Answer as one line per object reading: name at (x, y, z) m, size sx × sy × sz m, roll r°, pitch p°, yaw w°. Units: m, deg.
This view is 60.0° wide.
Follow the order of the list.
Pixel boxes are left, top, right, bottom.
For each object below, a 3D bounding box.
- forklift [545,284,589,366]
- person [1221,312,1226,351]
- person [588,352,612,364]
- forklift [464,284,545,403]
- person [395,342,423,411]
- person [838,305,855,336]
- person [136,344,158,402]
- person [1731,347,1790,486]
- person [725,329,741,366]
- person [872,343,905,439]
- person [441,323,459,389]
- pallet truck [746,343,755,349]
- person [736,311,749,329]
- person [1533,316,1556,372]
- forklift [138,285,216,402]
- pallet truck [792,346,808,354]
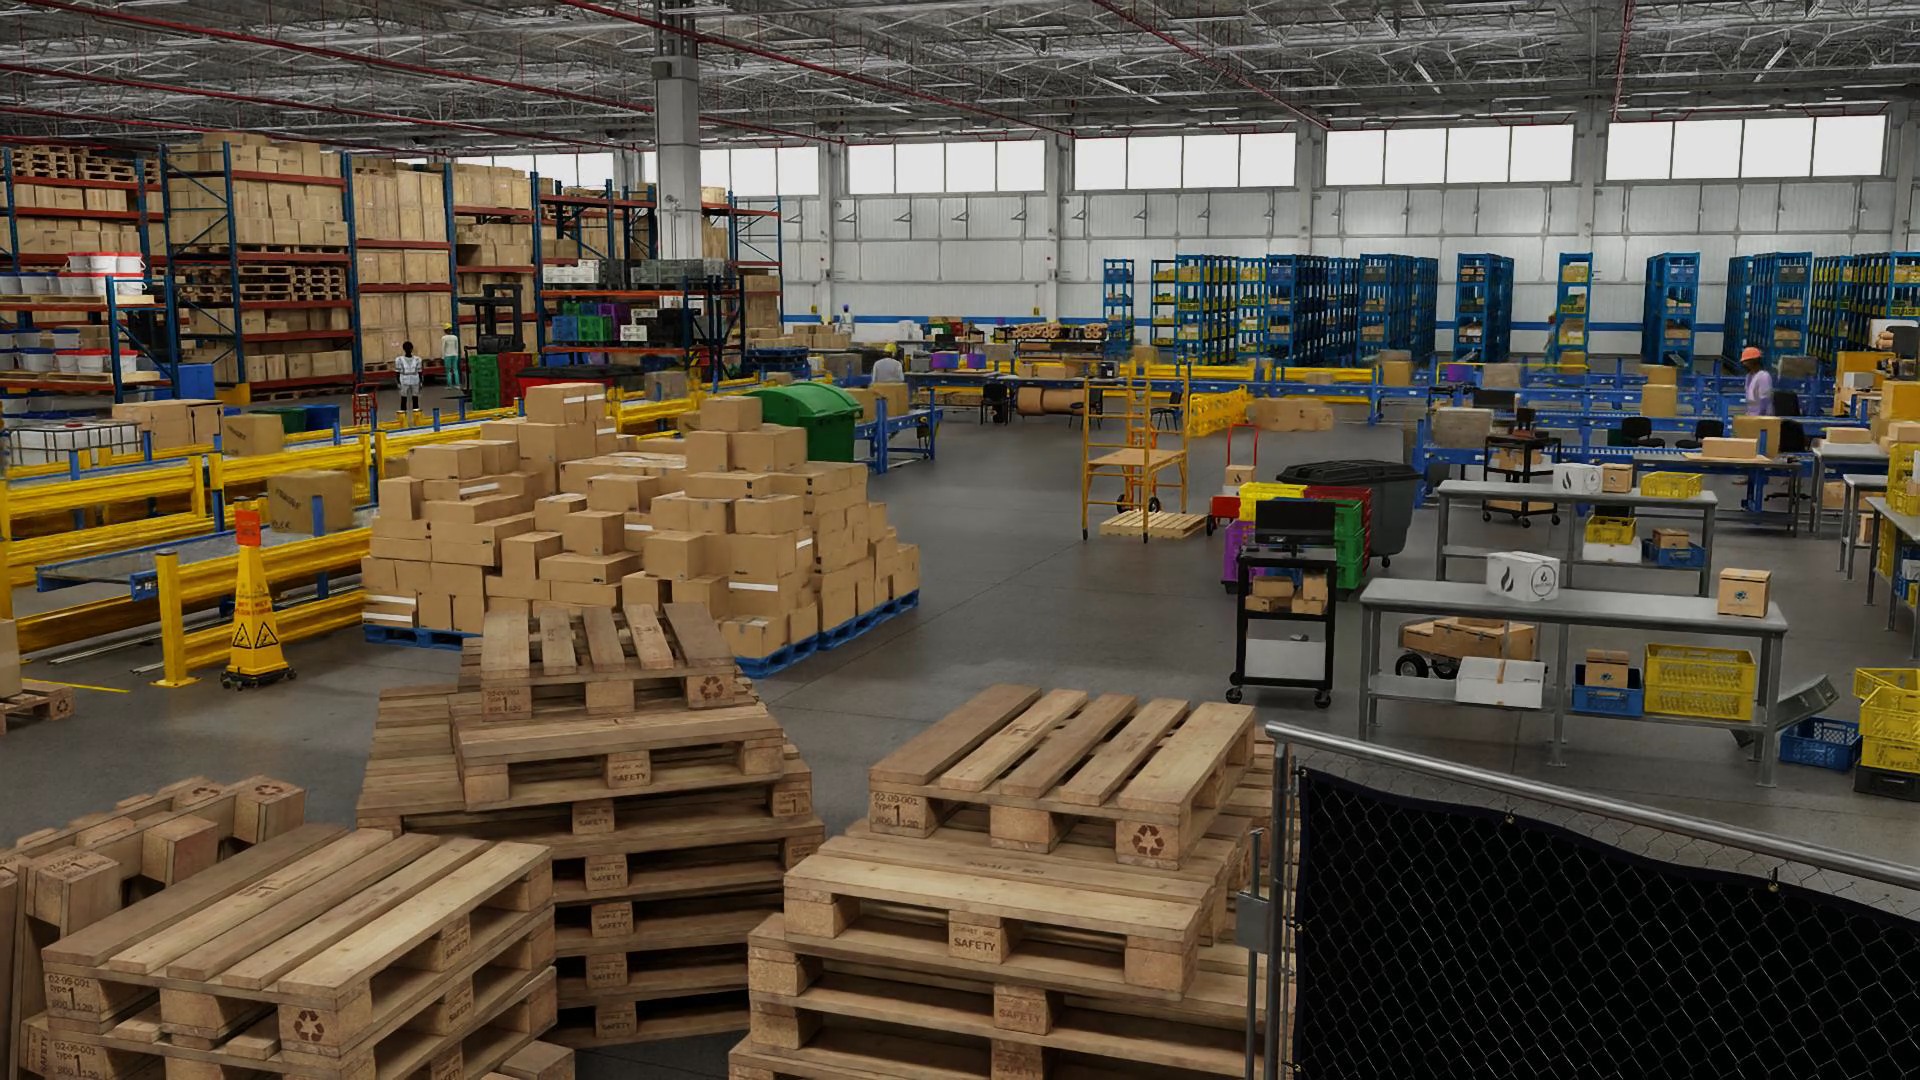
forklift at (-11.012, -5.921, 47.267) m, size 1.129 × 2.768 × 1.873 m, roll 3°, pitch 10°, yaw 20°
person at (9.300, -7.193, 58.543) m, size 0.404 × 1.828 × 0.603 m, roll -5°, pitch 11°, yaw -30°
person at (-8.101, -3.881, 37.570) m, size 0.607 × 1.887 × 0.686 m, roll 6°, pitch 11°, yaw 35°
forklift at (-10.832, -4.702, 39.610) m, size 1.129 × 2.768 × 1.873 m, roll 3°, pitch 10°, yaw 20°
person at (-11.164, -3.176, 33.733) m, size 0.534 × 1.697 × 0.322 m, roll -5°, pitch 10°, yaw -28°
person at (-4.366, -8.026, 63.574) m, size 0.633 × 1.893 × 0.991 m, roll -6°, pitch 11°, yaw -31°
person at (-16.667, -3.195, 34.059) m, size 0.289 × 1.633 × 0.497 m, roll 4°, pitch 10°, yaw 24°
person at (11.566, -1.769, 23.948) m, size 0.763 × 2.013 × 0.631 m, roll 0°, pitch 9°, yaw -3°
person at (-5.445, -4.300, 40.678) m, size 0.803 × 1.736 × 0.525 m, roll 7°, pitch 11°, yaw 36°
person at (-1.282, -2.702, 30.489) m, size 0.595 × 1.789 × 0.897 m, roll 5°, pitch 10°, yaw 28°
person at (-13.588, -4.883, 44.268) m, size 0.339 × 1.757 × 0.518 m, roll 6°, pitch 11°, yaw 33°
pallet truck at (-6.183, -4.618, 44.264) m, size 1.601 × 1.201 × 0.680 m, roll -9°, pitch 12°, yaw -43°
person at (-6.632, -6.137, 51.527) m, size 0.987 × 1.945 × 0.614 m, roll -2°, pitch 9°, yaw -14°
person at (17.906, -5.906, 50.559) m, size 0.909 × 1.800 × 0.566 m, roll 3°, pitch 9°, yaw 16°
forklift at (-17.480, -4.200, 36.461) m, size 1.873 × 2.768 × 1.129 m, roll 3°, pitch 10°, yaw 19°
pallet truck at (-3.705, -4.298, 42.022) m, size 0.653 × 1.274 × 1.630 m, roll 3°, pitch 10°, yaw 20°
